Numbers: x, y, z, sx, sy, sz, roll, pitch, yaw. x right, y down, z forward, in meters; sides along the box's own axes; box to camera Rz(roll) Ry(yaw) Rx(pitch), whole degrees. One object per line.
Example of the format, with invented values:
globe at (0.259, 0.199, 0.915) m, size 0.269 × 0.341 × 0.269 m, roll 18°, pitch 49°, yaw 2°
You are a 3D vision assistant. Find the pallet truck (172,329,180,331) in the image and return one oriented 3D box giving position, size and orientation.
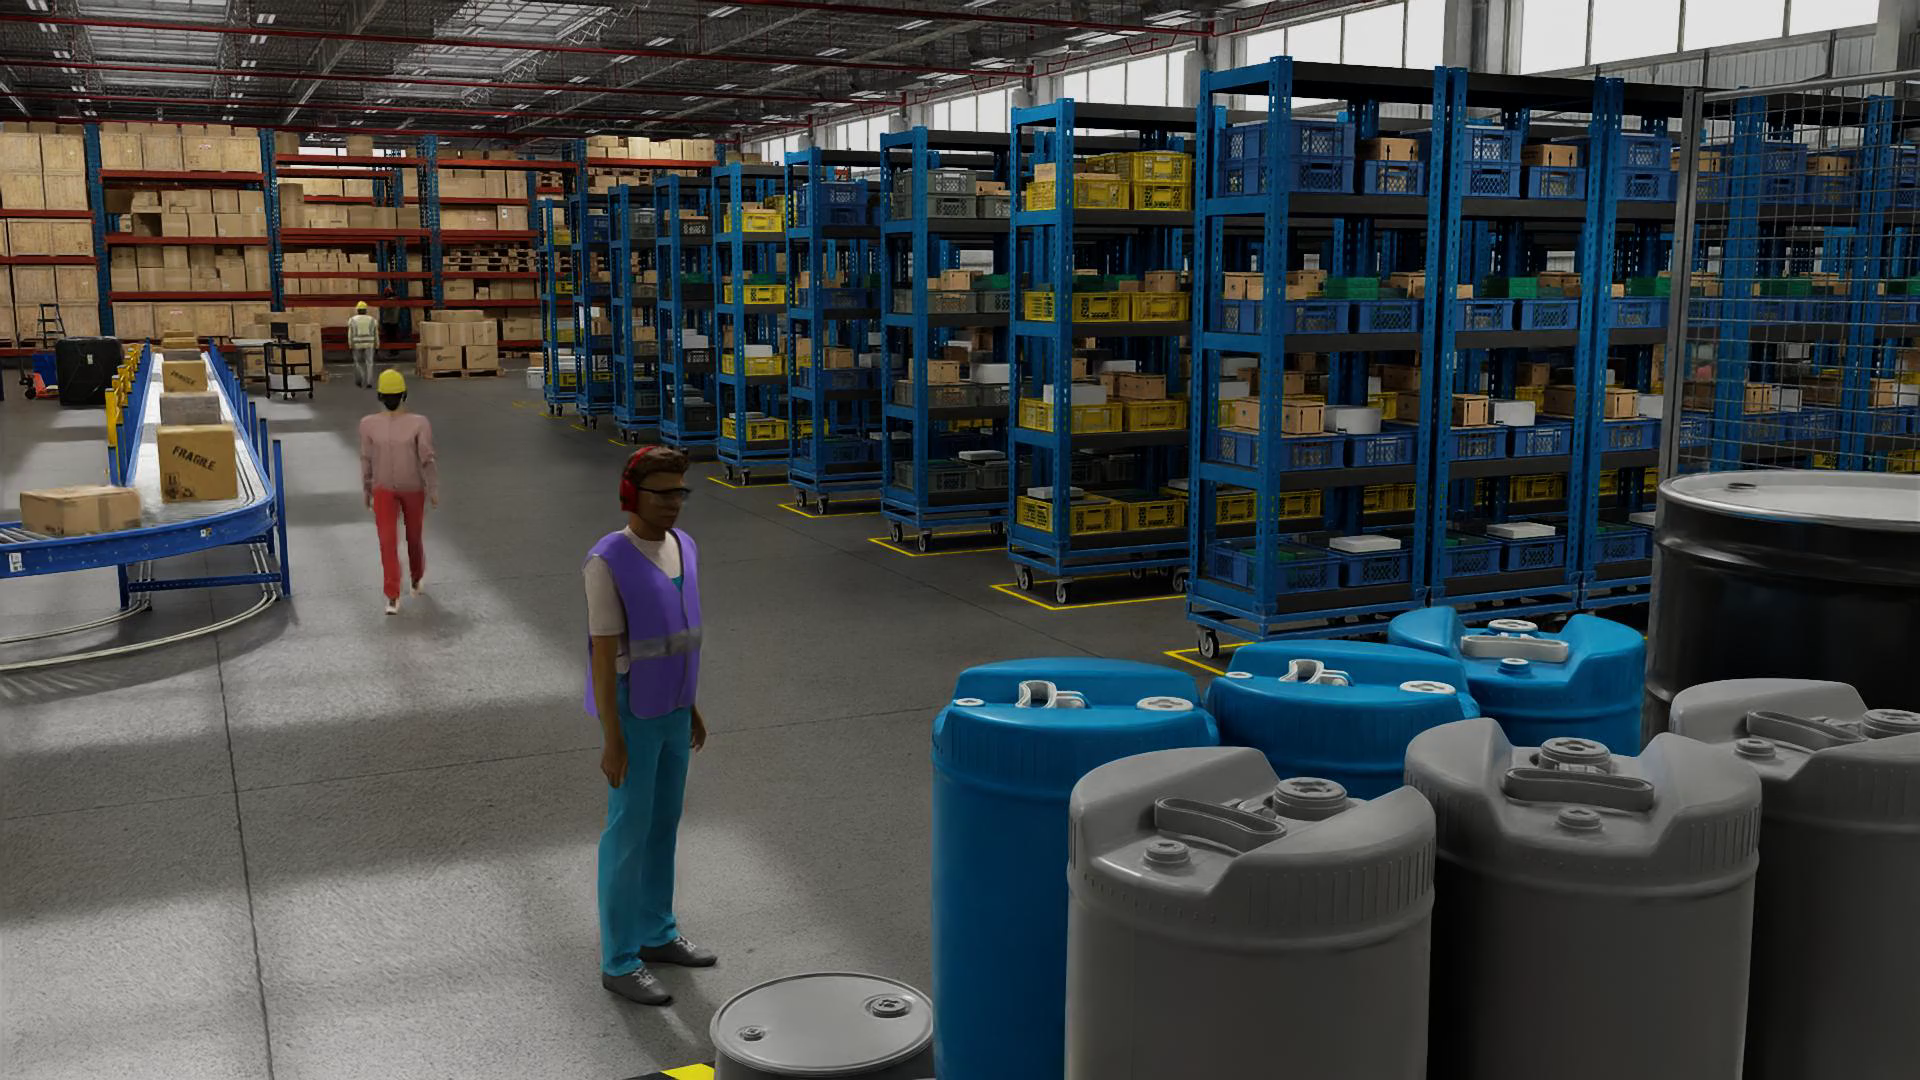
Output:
pallet truck at (-17.275, -3.851, 35.096) m, size 1.601 × 1.201 × 0.680 m, roll 0°, pitch 9°, yaw 1°

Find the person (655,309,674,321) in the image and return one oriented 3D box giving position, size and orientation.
person at (-8.348, -6.129, 46.996) m, size 0.614 × 1.946 × 0.390 m, roll 4°, pitch 10°, yaw 25°

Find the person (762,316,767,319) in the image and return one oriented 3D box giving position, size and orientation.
person at (-4.684, -4.826, 39.997) m, size 0.516 × 1.599 × 0.807 m, roll -3°, pitch 10°, yaw -19°

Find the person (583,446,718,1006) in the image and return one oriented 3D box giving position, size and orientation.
person at (-1.056, 0.598, 5.583) m, size 0.377 × 1.841 × 0.567 m, roll 3°, pitch 10°, yaw 20°

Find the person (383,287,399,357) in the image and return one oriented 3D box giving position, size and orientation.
person at (-16.218, -6.201, 47.388) m, size 0.468 × 1.974 × 0.627 m, roll 3°, pitch 10°, yaw 20°

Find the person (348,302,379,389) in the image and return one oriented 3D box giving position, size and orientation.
person at (-12.364, -4.028, 34.464) m, size 0.617 × 1.781 × 0.925 m, roll -5°, pitch 10°, yaw -26°

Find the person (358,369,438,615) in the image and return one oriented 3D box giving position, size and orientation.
person at (-4.051, -0.382, 12.031) m, size 0.533 × 1.724 × 0.905 m, roll -2°, pitch 9°, yaw -12°

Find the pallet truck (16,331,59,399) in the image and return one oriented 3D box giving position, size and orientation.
pallet truck at (-17.082, -3.353, 31.781) m, size 1.630 × 1.274 × 0.653 m, roll -4°, pitch 10°, yaw -25°

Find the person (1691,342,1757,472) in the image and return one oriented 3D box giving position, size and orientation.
person at (6.648, -0.872, 14.400) m, size 0.626 × 1.944 × 0.924 m, roll -2°, pitch 9°, yaw -13°
